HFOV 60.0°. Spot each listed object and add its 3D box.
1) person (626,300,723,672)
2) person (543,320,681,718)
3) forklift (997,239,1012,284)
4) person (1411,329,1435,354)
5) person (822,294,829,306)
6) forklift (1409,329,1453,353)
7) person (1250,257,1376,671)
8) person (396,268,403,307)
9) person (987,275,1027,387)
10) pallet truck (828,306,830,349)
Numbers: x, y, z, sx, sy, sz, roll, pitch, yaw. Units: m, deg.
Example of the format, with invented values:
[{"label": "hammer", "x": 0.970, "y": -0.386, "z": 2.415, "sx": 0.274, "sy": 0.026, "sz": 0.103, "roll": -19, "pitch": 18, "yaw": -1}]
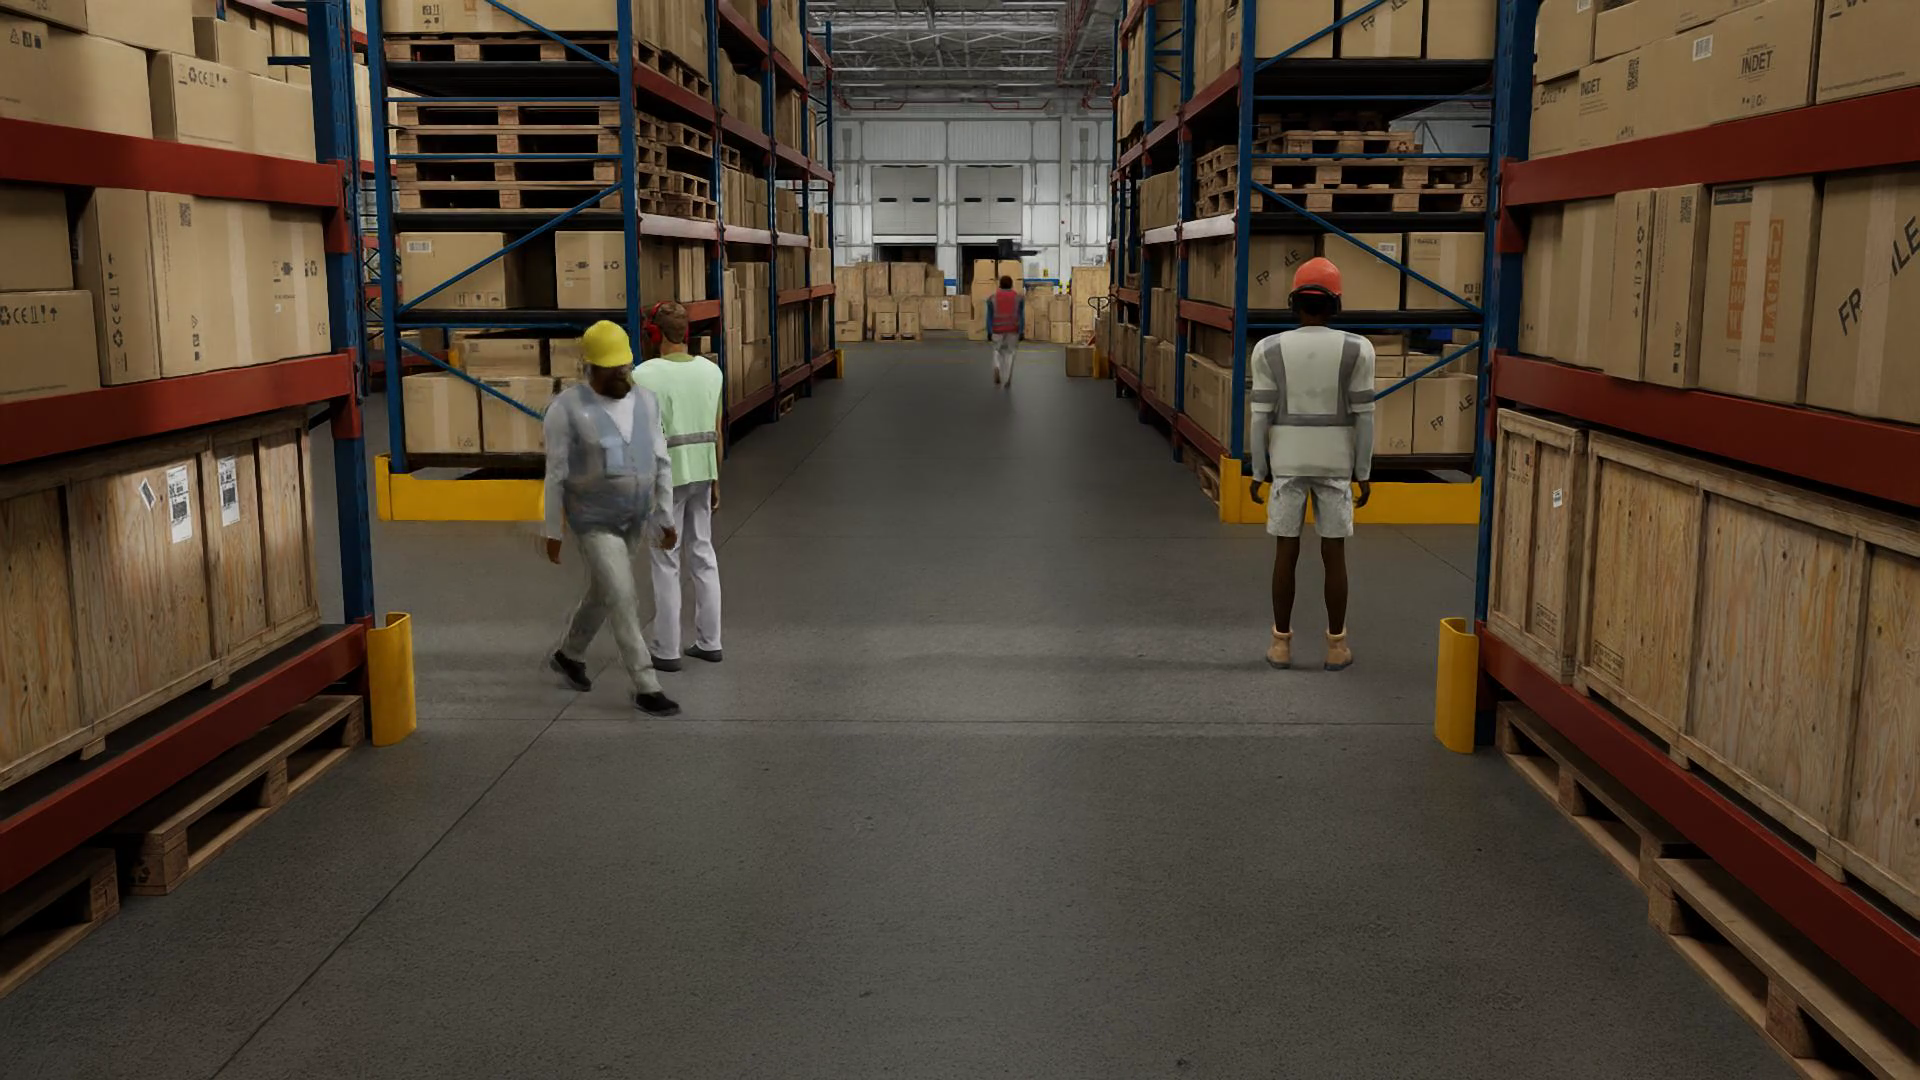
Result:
[{"label": "person", "x": -1.395, "y": -0.264, "z": 8.270, "sx": 0.381, "sy": 1.836, "sz": 0.564, "roll": 8, "pitch": 13, "yaw": 41}, {"label": "person", "x": -1.627, "y": -0.118, "z": 7.602, "sx": 0.908, "sy": 1.779, "sz": 0.609, "roll": 8, "pitch": 12, "yaw": 40}, {"label": "forklift", "x": 1.548, "y": -8.926, "z": 57.029, "sx": 1.873, "sy": 2.768, "sz": 1.129, "roll": -1, "pitch": 10, "yaw": -8}, {"label": "person", "x": 10.290, "y": -5.045, "z": 36.670, "sx": 0.438, "sy": 1.923, "sz": 0.546, "roll": 3, "pitch": 10, "yaw": 18}, {"label": "person", "x": -2.915, "y": -4.837, "z": 35.179, "sx": 0.387, "sy": 1.992, "sz": 0.626, "roll": 9, "pitch": 13, "yaw": 44}, {"label": "forklift", "x": 10.857, "y": -5.637, "z": 37.330, "sx": 1.129, "sy": 2.768, "sz": 1.873, "roll": -4, "pitch": 10, "yaw": -20}, {"label": "person", "x": 1.739, "y": -0.366, "z": 8.253, "sx": 0.605, "sy": 2.045, "sz": 0.377, "roll": 2, "pitch": 10, "yaw": 13}, {"label": "person", "x": -21.185, "y": -9.340, "z": 62.504, "sx": 0.601, "sy": 1.901, "sz": 0.838, "roll": -8, "pitch": 13, "yaw": -41}, {"label": "person", "x": 0.776, "y": -3.440, "z": 27.343, "sx": 0.644, "sy": 1.811, "sz": 0.775, "roll": 1, "pitch": 10, "yaw": 5}, {"label": "pallet truck", "x": -3.100, "y": -3.940, "z": 29.800, "sx": 1.885, "sy": 1.965, "sz": 0.823, "roll": 3, "pitch": 10, "yaw": 19}]
